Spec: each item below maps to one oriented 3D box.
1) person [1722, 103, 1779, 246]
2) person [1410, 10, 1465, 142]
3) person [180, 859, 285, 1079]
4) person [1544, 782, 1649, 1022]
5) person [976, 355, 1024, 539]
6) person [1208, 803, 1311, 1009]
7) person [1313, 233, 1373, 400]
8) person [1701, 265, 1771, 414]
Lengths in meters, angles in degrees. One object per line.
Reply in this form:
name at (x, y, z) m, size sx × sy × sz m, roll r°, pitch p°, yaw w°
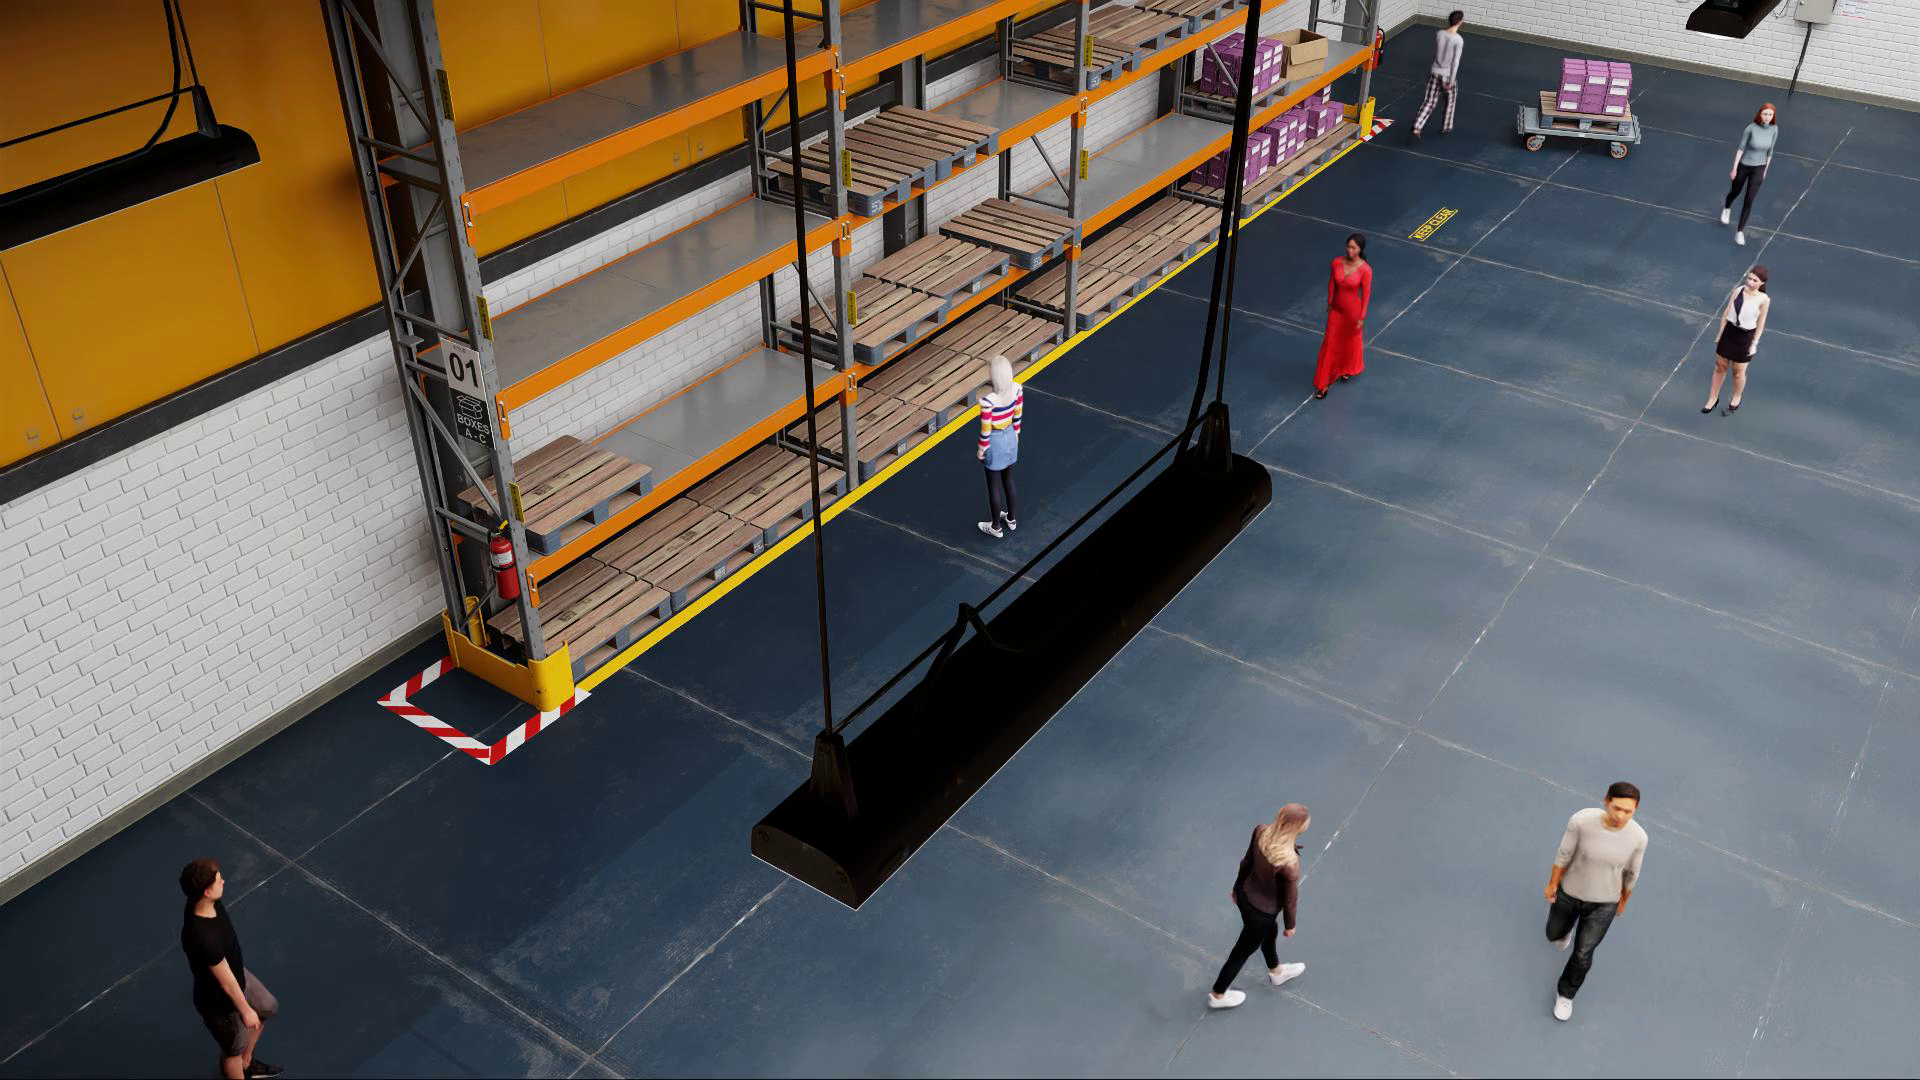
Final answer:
person at (9.843, -4.628, 20.784) m, size 0.937 × 1.707 × 1.230 m, roll 6°, pitch 34°, yaw 9°
person at (6.784, -6.546, 23.583) m, size 0.714 × 1.803 × 1.192 m, roll 26°, pitch 42°, yaw 34°
person at (-4.403, 2.639, 9.727) m, size 0.833 × 1.844 × 0.797 m, roll -8°, pitch 34°, yaw -12°
person at (3.956, 2.166, 10.482) m, size 0.775 × 1.797 × 1.004 m, roll 13°, pitch 36°, yaw 19°
person at (0.366, -0.855, 15.014) m, size 0.548 × 1.811 × 0.761 m, roll -26°, pitch 42°, yaw -33°
person at (1.795, 2.323, 10.369) m, size 1.036 × 1.659 × 0.946 m, roll -9°, pitch 35°, yaw -14°
person at (4.074, -2.367, 17.350) m, size 0.655 × 1.744 × 1.135 m, roll 20°, pitch 38°, yaw 27°
person at (7.949, -2.041, 16.947) m, size 0.723 × 1.647 × 0.647 m, roll -25°, pitch 41°, yaw -32°
